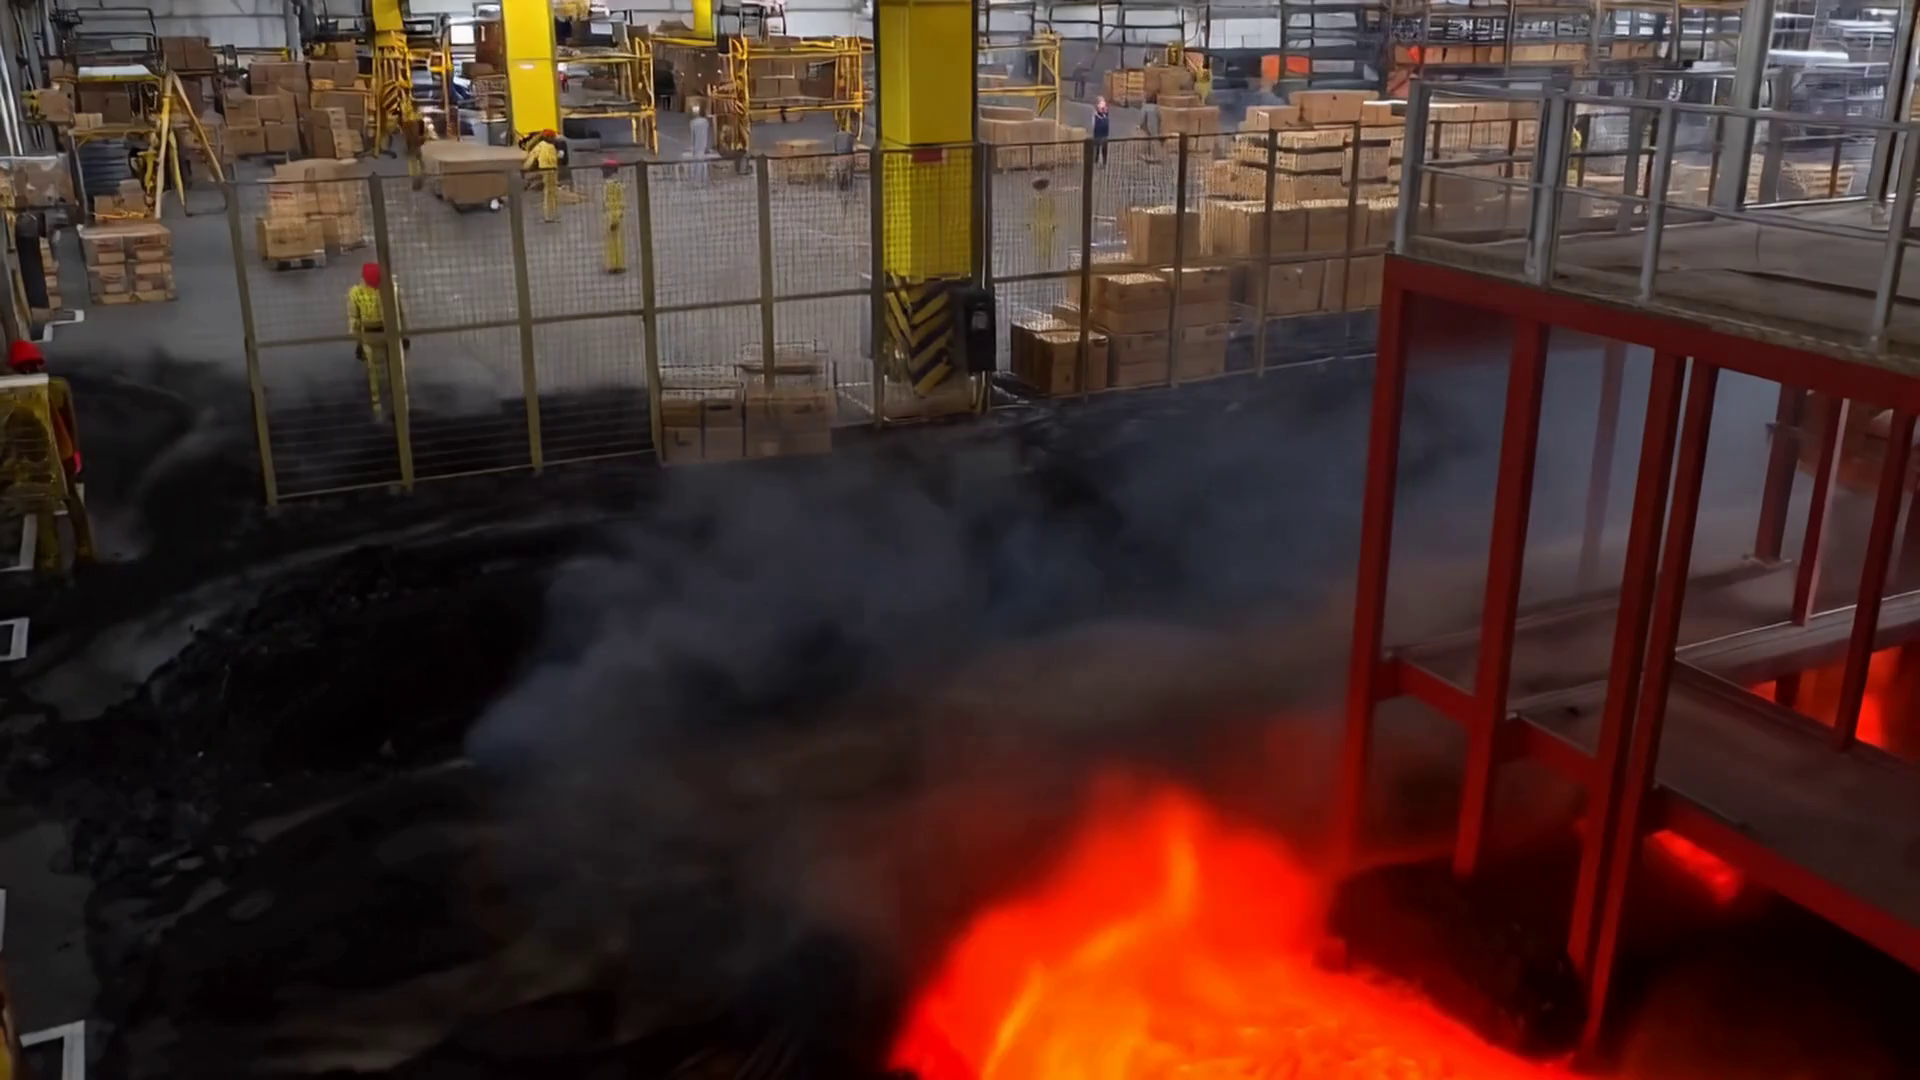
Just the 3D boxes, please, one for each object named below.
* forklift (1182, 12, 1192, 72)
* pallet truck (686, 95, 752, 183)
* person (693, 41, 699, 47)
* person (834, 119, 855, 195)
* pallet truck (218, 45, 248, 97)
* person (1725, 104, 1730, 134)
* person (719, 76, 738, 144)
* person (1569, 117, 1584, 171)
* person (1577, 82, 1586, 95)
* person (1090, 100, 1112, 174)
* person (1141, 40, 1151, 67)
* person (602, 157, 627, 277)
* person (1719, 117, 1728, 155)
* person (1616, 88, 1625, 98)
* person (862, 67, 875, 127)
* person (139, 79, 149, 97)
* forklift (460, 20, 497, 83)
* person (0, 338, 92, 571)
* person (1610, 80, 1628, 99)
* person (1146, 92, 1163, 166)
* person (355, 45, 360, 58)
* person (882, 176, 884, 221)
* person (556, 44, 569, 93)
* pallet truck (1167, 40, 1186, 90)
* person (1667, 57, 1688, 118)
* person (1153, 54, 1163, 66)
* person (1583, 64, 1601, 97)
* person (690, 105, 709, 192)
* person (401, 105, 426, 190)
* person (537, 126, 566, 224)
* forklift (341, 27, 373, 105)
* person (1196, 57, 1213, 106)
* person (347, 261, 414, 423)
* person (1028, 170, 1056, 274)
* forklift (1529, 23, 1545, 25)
[{"bbox_3d":[10.997,-24.072,80.450,1.873,2.768,1.129,-1,19,-2],"label":"forklift"},{"bbox_3d":[-5.836,-9.608,39.856,0.823,1.965,1.885,10,22,27],"label":"pallet truck"},{"bbox_3d":[-11.391,-20.631,71.982,1.036,1.878,0.647,5,20,14],"label":"person"},{"bbox_3d":[-2.600,-8.626,37.481,0.531,1.689,0.322,9,21,23],"label":"person"},{"bbox_3d":[-28.879,-18.665,66.111,0.823,1.965,1.885,-3,19,-9],"label":"pallet truck"},{"bbox_3d":[20.343,-10.900,43.682,0.604,1.945,0.727,-4,19,-12],"label":"person"},{"bbox_3d":[-6.702,-12.484,48.315,0.616,1.911,0.419,8,21,23],"label":"person"},{"bbox_3d":[13.175,-8.123,35.681,0.399,1.913,0.590,15,24,37],"label":"person"},{"bbox_3d":[17.143,-11.721,46.153,0.543,1.872,1.021,7,20,21],"label":"person"},{"bbox_3d":[3.496,-10.048,41.422,0.519,1.817,0.903,0,19,0],"label":"person"},{"bbox_3d":[8.264,-21.300,73.984,0.429,1.841,0.634,8,21,23],"label":"person"},{"bbox_3d":[-5.745,-5.369,27.641,0.389,1.949,0.603,-6,20,-16],"label":"person"},{"bbox_3d":[16.147,-7.959,35.169,0.375,1.933,0.550,10,21,26],"label":"person"},{"bbox_3d":[17.782,-11.401,45.326,0.541,1.821,0.710,-6,20,-18],"label":"person"},{"bbox_3d":[-2.907,-14.243,53.484,0.567,1.878,0.349,14,23,35],"label":"person"},{"bbox_3d":[-25.126,-13.427,51.481,0.514,1.634,0.313,9,21,25],"label":"person"},{"bbox_3d":[-19.846,-20.244,69.354,1.129,2.768,1.873,13,23,33],"label":"forklift"},{"bbox_3d":[-7.763,-0.723,14.104,0.377,1.995,0.608,14,24,36],"label":"person"},{"bbox_3d":[20.123,-13.283,50.874,0.550,1.751,0.365,4,19,12],"label":"person"},{"bbox_3d":[5.043,-10.629,43.004,0.521,1.874,0.328,-17,25,-40],"label":"person"},{"bbox_3d":[-27.967,-22.218,76.635,0.660,1.860,1.058,2,19,5],"label":"person"},{"bbox_3d":[-1.063,-5.772,29.058,0.641,1.790,0.978,7,20,19],"label":"person"},{"bbox_3d":[-16.299,-19.288,68.049,0.560,1.914,0.683,-8,21,-22],"label":"person"},{"bbox_3d":[9.045,-19.971,69.895,0.823,1.965,1.885,-3,19,-8],"label":"pallet truck"},{"bbox_3d":[24.454,-15.425,56.717,0.621,1.997,0.372,6,20,16],"label":"person"},{"bbox_3d":[7.867,-18.558,66.374,0.524,1.615,0.699,-13,23,-33],"label":"person"},{"bbox_3d":[19.807,-13.870,52.144,0.537,2.000,0.682,2,19,5],"label":"person"},{"bbox_3d":[-5.972,-8.947,38.028,0.362,1.939,0.636,7,20,20],"label":"person"},{"bbox_3d":[-12.570,-9.031,38.292,0.570,1.923,0.401,0,19,0],"label":"person"},{"bbox_3d":[-8.209,-7.315,33.318,0.383,1.923,0.590,-17,25,-40],"label":"person"},{"bbox_3d":[-22.275,-17.346,60.954,1.873,2.768,1.129,-9,21,-25],"label":"forklift"},{"bbox_3d":[8.695,-16.284,59.389,0.590,1.887,0.908,-1,19,-3],"label":"person"},{"bbox_3d":[-6.523,-2.240,18.755,0.635,1.830,0.429,-11,22,-30],"label":"person"},{"bbox_3d":[1.393,-5.371,27.980,0.488,1.724,0.688,5,20,13],"label":"person"},{"bbox_3d":[22.564,-18.868,65.366,1.873,2.768,1.129,-9,21,-25],"label":"forklift"}]
